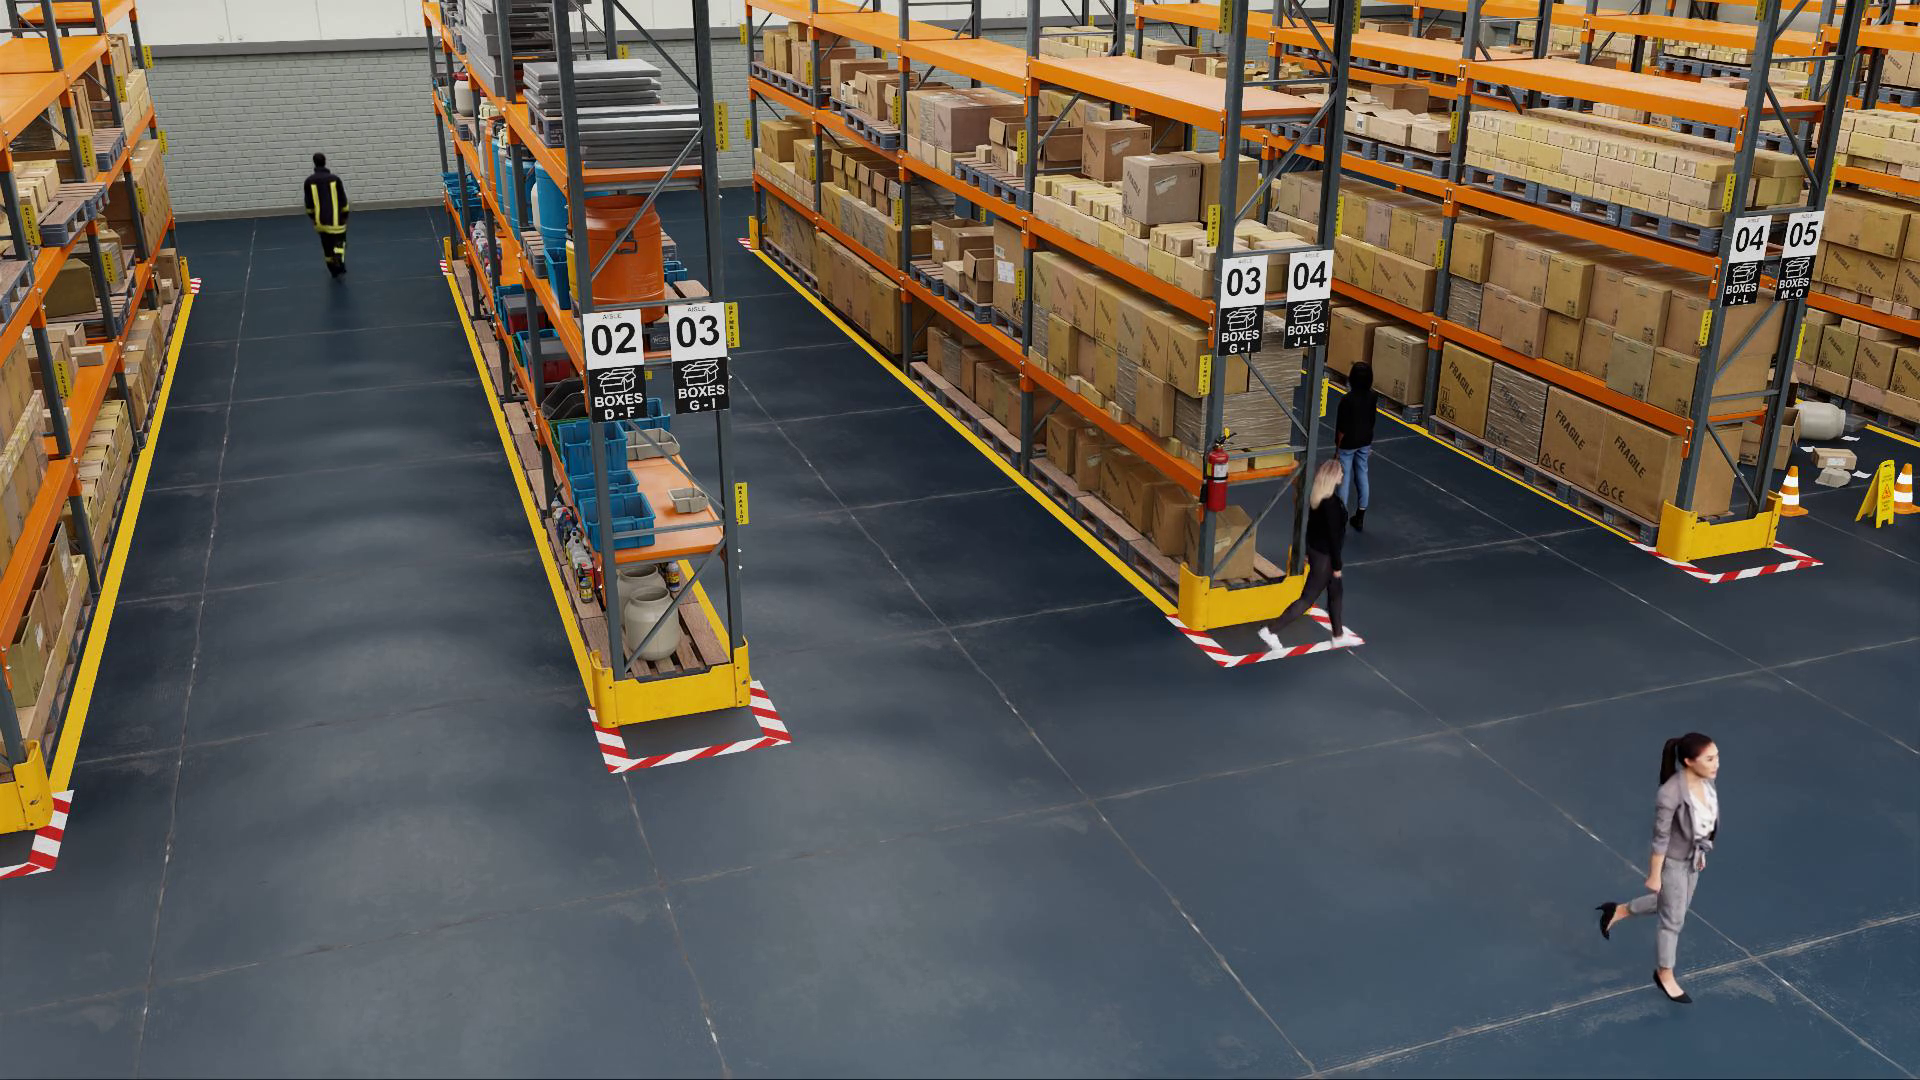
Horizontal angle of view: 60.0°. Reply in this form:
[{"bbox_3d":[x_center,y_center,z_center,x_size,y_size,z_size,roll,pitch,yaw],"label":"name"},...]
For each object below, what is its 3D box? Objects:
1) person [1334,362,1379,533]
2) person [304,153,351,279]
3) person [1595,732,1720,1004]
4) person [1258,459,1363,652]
[{"bbox_3d":[3.787,-0.895,15.988,0.553,1.702,0.522,-8,24,-19],"label":"person"},{"bbox_3d":[-9.795,-5.016,25.780,0.830,1.917,0.741,-5,23,-12],"label":"person"},{"bbox_3d":[3.996,1.803,9.444,0.802,1.661,0.998,-17,27,-35],"label":"person"},{"bbox_3d":[2.843,0.168,13.454,0.854,1.653,1.132,-3,22,-6],"label":"person"}]
